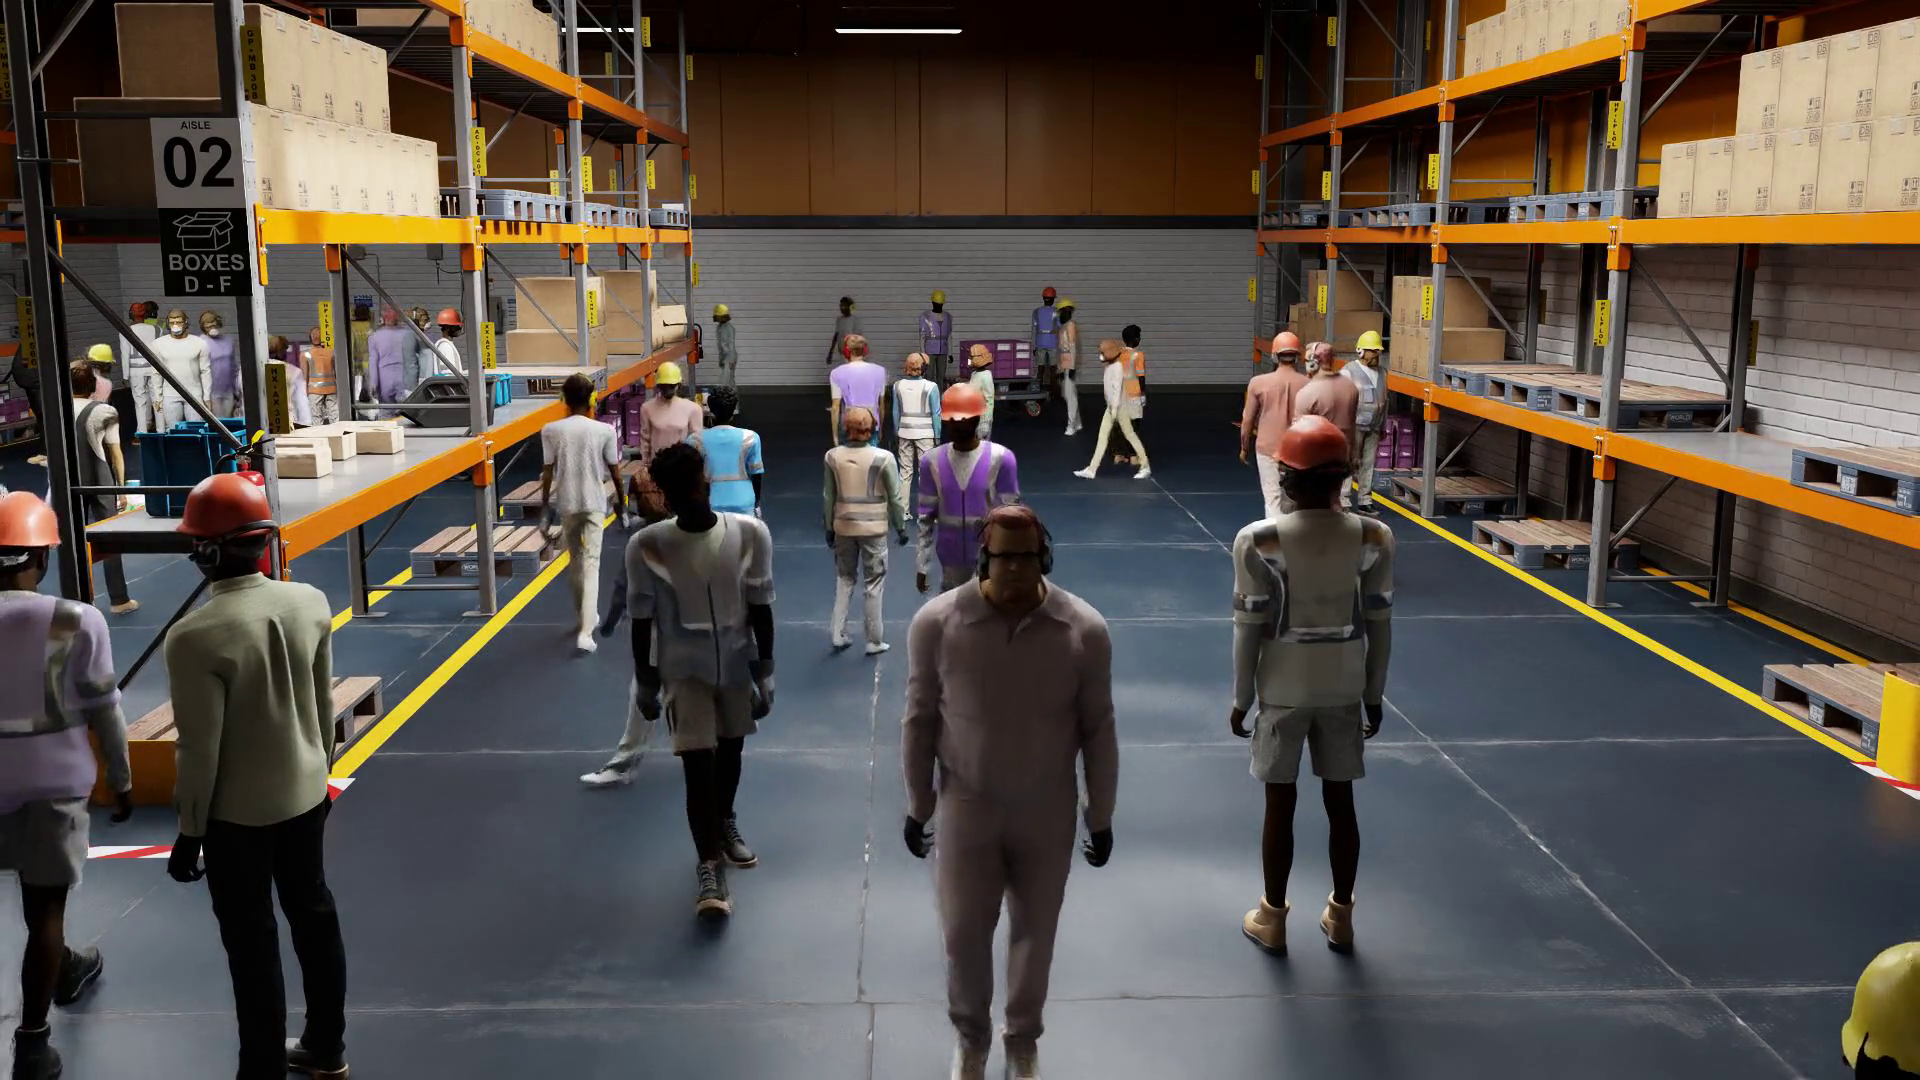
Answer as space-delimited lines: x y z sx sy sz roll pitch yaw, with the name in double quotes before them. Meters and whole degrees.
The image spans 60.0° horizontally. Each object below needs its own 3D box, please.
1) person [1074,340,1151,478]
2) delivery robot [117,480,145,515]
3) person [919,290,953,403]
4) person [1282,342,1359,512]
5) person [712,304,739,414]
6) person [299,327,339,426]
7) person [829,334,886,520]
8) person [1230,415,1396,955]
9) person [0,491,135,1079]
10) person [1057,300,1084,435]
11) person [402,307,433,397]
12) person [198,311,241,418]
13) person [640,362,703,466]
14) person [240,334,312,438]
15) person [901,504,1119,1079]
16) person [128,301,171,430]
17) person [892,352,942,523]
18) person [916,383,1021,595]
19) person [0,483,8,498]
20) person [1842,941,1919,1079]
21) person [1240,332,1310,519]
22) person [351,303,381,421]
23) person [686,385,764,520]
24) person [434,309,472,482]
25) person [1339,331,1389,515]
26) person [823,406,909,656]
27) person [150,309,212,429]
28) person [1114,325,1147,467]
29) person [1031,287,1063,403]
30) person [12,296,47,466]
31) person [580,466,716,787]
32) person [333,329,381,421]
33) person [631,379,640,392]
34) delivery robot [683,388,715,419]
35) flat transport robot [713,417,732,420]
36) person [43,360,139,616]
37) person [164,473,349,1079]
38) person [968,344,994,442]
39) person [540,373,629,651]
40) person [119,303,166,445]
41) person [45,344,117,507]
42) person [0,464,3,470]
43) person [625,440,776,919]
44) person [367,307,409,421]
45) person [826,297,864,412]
"person" 1.772 -1.476 18.853 0.887 1.578 0.554 -2 10 -12
"delivery robot" -7.367 -0.294 14.860 0.477 0.478 0.707 0 10 1
"person" -0.365 -2.978 26.268 0.586 1.923 0.371 -6 12 -29
"person" 2.852 -0.626 13.233 0.706 1.895 0.471 -7 12 -34
"person" -3.622 -2.787 25.773 0.471 1.716 0.500 -7 12 -33
"person" -7.851 -1.796 20.473 0.522 1.638 0.309 -8 13 -39
"person" -0.989 -1.026 15.662 0.584 1.821 0.701 -4 11 -21
"person" 1.304 0.552 6.251 0.608 2.048 0.364 -1 10 -4
"person" -3.047 0.780 5.477 0.553 1.879 1.012 -2 10 -9
"person" 1.540 -2.412 23.275 0.364 1.876 0.678 0 10 -2
"person" -6.197 -1.699 19.096 0.370 1.940 0.627 -1 10 -7
"person" -8.558 -1.668 19.061 0.489 1.901 0.680 3 11 18
"person" -2.306 -0.551 13.300 0.519 1.728 0.810 0 10 -2
"person" -6.394 -1.015 15.595 0.643 1.823 0.491 1 10 5
"person" 0.161 0.833 5.102 0.672 1.892 0.508 -1 10 -4
"person" -11.509 -2.488 23.760 0.636 1.842 0.429 0 10 0
"person" -0.408 -0.968 15.857 0.517 1.641 0.308 5 11 26
"person" 0.048 0.105 9.076 0.598 1.921 0.636 3 11 14
"person" -4.982 0.285 8.365 0.544 1.810 0.968 -2 10 -10
"person" 1.334 1.396 2.472 0.879 1.722 0.531 -7 12 -33
"person" 2.649 -0.758 13.844 0.616 1.931 1.057 0 10 -1
"person" -8.645 -2.513 24.048 0.629 1.802 0.951 0 10 -3
"person" -1.625 -0.219 11.527 0.537 1.695 0.321 -1 10 -8
"person" -5.697 -1.623 18.681 0.369 1.933 0.553 -4 11 -21
"person" 3.947 -1.127 16.243 0.595 1.825 0.403 -5 12 -28
"person" -0.619 -0.049 10.761 0.536 1.636 0.376 4 11 23
"person" -8.611 -1.581 18.439 0.630 1.940 0.373 -4 11 -20
"person" 2.033 -1.728 19.935 0.321 1.695 0.529 -8 13 -38
"person" 1.470 -3.241 27.688 0.553 1.935 0.362 4 11 20
"person" -11.055 -1.902 19.945 0.689 2.000 0.538 9 14 42
"person" -1.500 0.411 8.327 0.876 1.589 0.512 -7 12 -33
"person" -8.394 -2.313 22.844 0.646 1.818 0.598 -8 13 -38
"person" -5.224 -2.959 26.454 0.428 1.817 0.601 -3 11 -15
"delivery robot" -3.686 -1.953 24.107 0.707 0.478 0.477 8 13 38
"flat transport robot" -4.173 -1.877 24.736 1.431 0.197 0.652 -5 11 -25
"person" -6.228 -0.359 11.890 0.506 1.846 0.349 -1 10 -8
"person" -2.157 0.787 5.085 0.378 1.996 0.610 4 11 22
"person" 0.201 -1.201 17.173 0.272 1.632 0.507 -3 11 -19
"person" -2.505 -0.197 11.091 0.558 1.820 1.000 0 10 -3
"person" -10.801 -2.194 22.013 0.355 1.883 0.575 8 13 38
"person" -8.444 -1.027 16.017 0.561 1.705 0.952 4 11 22
"person" -11.564 -1.728 19.418 0.581 1.878 0.337 1 10 3
"person" -1.019 0.545 6.728 0.596 1.874 1.037 -4 11 -20
"person" -7.100 -1.993 20.956 0.662 1.874 0.870 -7 12 -35
"person" -1.805 -2.933 26.313 0.524 1.823 0.955 10 14 44
